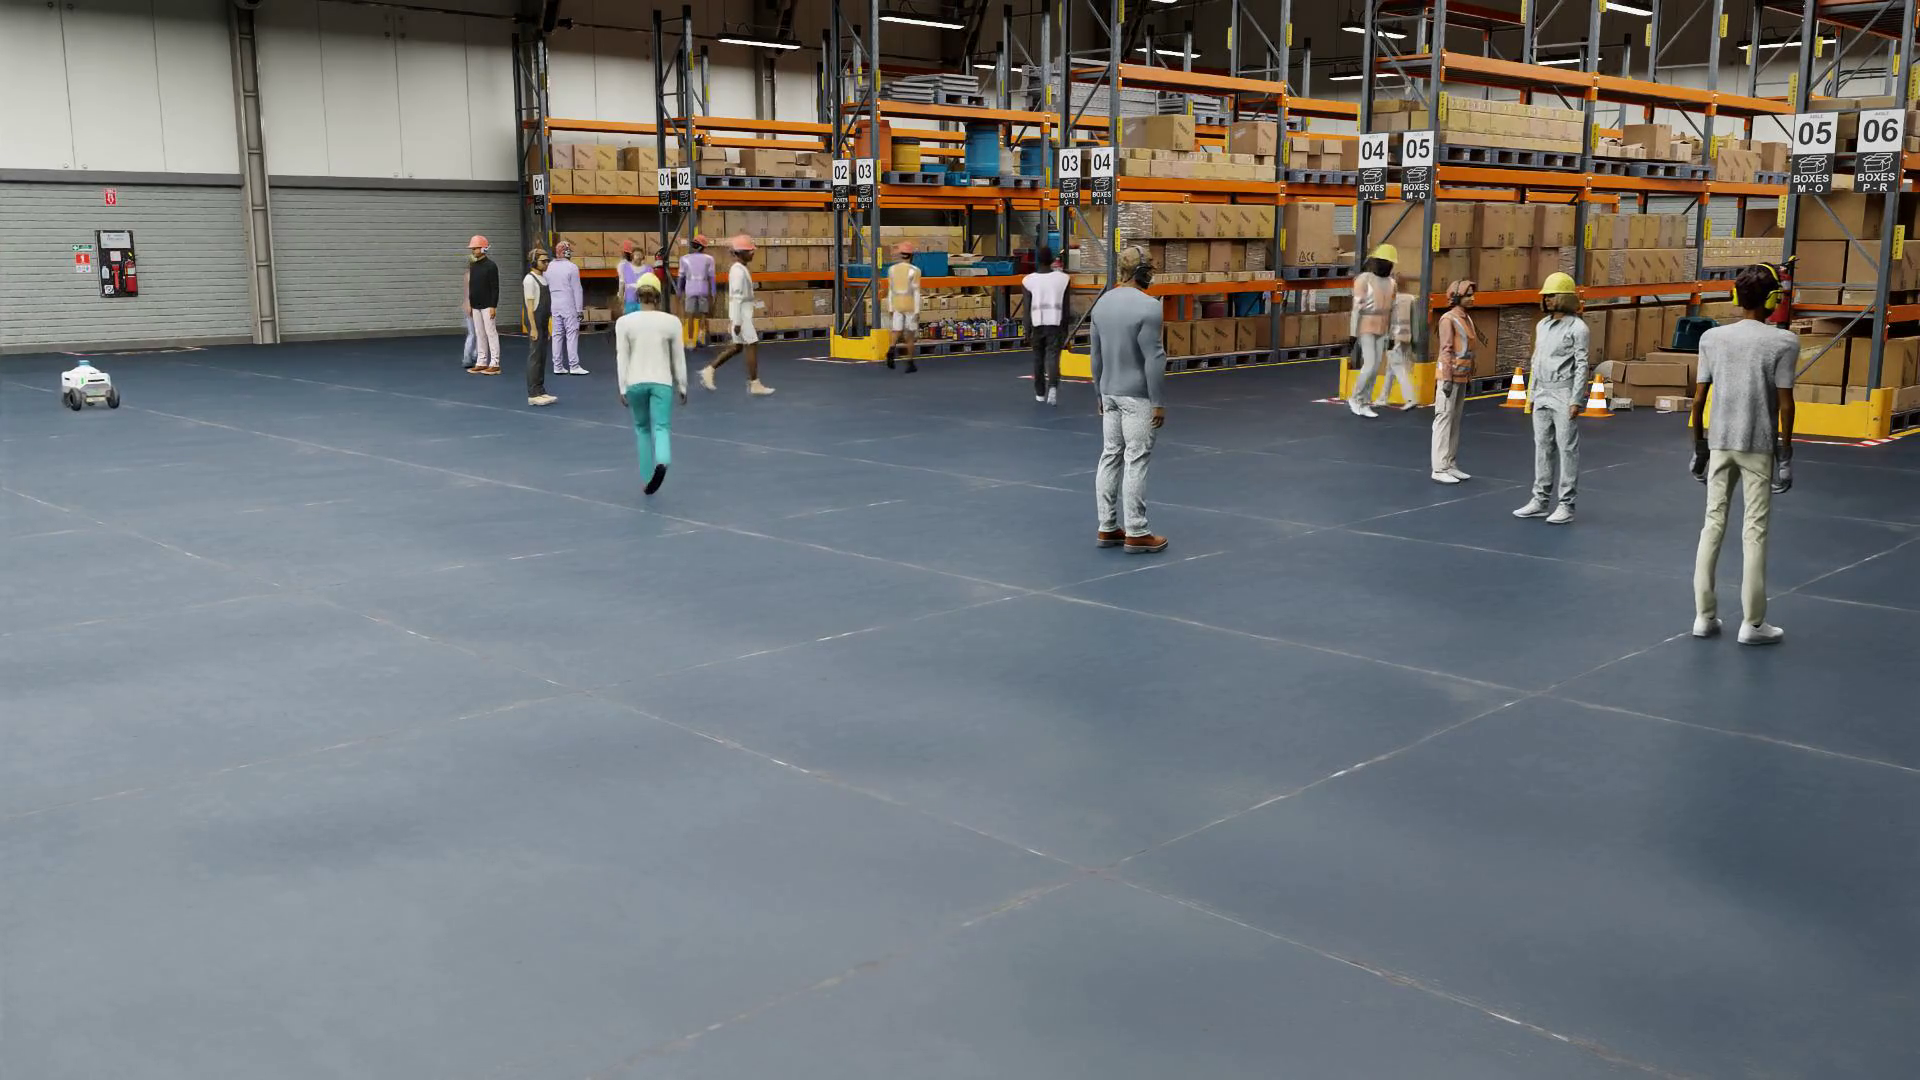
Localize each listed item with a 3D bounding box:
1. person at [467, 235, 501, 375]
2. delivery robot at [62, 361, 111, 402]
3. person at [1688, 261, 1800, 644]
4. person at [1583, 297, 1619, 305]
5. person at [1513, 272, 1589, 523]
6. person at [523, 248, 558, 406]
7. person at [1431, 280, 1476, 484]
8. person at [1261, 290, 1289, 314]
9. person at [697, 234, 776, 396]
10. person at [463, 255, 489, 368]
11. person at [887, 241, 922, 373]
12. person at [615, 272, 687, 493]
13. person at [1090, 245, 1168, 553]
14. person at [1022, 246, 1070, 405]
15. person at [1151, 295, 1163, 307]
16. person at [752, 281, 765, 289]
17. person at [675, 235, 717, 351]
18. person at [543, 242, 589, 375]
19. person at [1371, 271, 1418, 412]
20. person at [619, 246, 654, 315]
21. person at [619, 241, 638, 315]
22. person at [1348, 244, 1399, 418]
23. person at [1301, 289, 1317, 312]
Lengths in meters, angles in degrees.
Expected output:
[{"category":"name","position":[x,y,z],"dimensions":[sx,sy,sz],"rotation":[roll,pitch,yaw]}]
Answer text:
[{"category":"person","position":[-6.916,-3.402,24.103],"dimensions":[0.611,1.995,0.381],"rotation":[8,13,37]},{"category":"delivery robot","position":[-10.234,-1.858,19.475],"dimensions":[0.477,0.478,0.707],"rotation":[-10,14,-44]},{"category":"person","position":[3.882,-0.433,8.255],"dimensions":[0.334,1.873,0.517],"rotation":[-9,14,-39]},{"category":"person","position":[11.191,-4.204,28.958],"dimensions":[0.559,1.821,0.644],"rotation":[-8,13,-39]},{"category":"person","position":[4.170,-0.996,11.672],"dimensions":[0.315,1.743,0.487],"rotation":[-4,11,-22]},{"category":"person","position":[-5.017,-2.540,19.810],"dimensions":[0.329,1.844,0.509],"rotation":[1,10,4]},{"category":"person","position":[4.035,-1.293,13.569],"dimensions":[0.311,1.642,0.513],"rotation":[7,13,34]},{"category":"person","position":[5.441,-4.220,28.731],"dimensions":[0.543,1.934,0.362],"rotation":[10,14,43]},{"category":"person","position":[-2.833,-2.823,20.896],"dimensions":[0.903,2.020,0.603],"rotation":[-2,11,-10]},{"category":"person","position":[-7.313,-3.453,25.126],"dimensions":[0.478,1.719,0.576],"rotation":[-8,13,-39]},{"category":"person","position":[-0.828,-3.413,24.365],"dimensions":[0.564,1.924,0.650],"rotation":[5,11,25]},{"category":"person","position":[-2.368,-1.185,12.780],"dimensions":[0.530,1.727,0.715],"rotation":[-2,11,-9]},{"category":"person","position":[1.087,-0.903,10.627],"dimensions":[0.355,1.938,0.636],"rotation":[-7,12,-33]},{"category":"person","position":[1.039,-2.583,19.965],"dimensions":[0.586,1.887,0.957],"rotation":[0,10,0]},{"category":"person","position":[4.478,-5.919,37.983],"dimensions":[0.631,1.940,0.372],"rotation":[0,10,0]},{"category":"person","position":[-4.091,-5.149,34.114],"dimensions":[0.983,1.821,0.504],"rotation":[-8,13,-36]},{"category":"person","position":[-4.624,-4.317,29.078],"dimensions":[0.718,1.998,0.516],"rotation":[-2,11,-11]},{"category":"person","position":[-5.680,-3.338,24.000],"dimensions":[0.645,1.908,0.408],"rotation":[5,12,26]},{"category":"person","position":[5.039,-2.289,19.146],"dimensions":[0.517,1.593,0.880],"rotation":[-6,12,-28]},{"category":"person","position":[-5.270,-3.872,27.116],"dimensions":[0.586,1.828,0.646],"rotation":[-3,11,-18]},{"category":"person","position":[-5.845,-4.322,29.376],"dimensions":[0.475,1.906,0.553],"rotation":[2,11,11]},{"category":"person","position":[4.570,-2.295,18.312],"dimensions":[0.613,1.904,0.432],"rotation":[-6,12,-30]},{"category":"person","position":[8.521,-6.388,40.384],"dimensions":[0.381,1.994,0.621],"rotation":[-7,13,-35]}]
